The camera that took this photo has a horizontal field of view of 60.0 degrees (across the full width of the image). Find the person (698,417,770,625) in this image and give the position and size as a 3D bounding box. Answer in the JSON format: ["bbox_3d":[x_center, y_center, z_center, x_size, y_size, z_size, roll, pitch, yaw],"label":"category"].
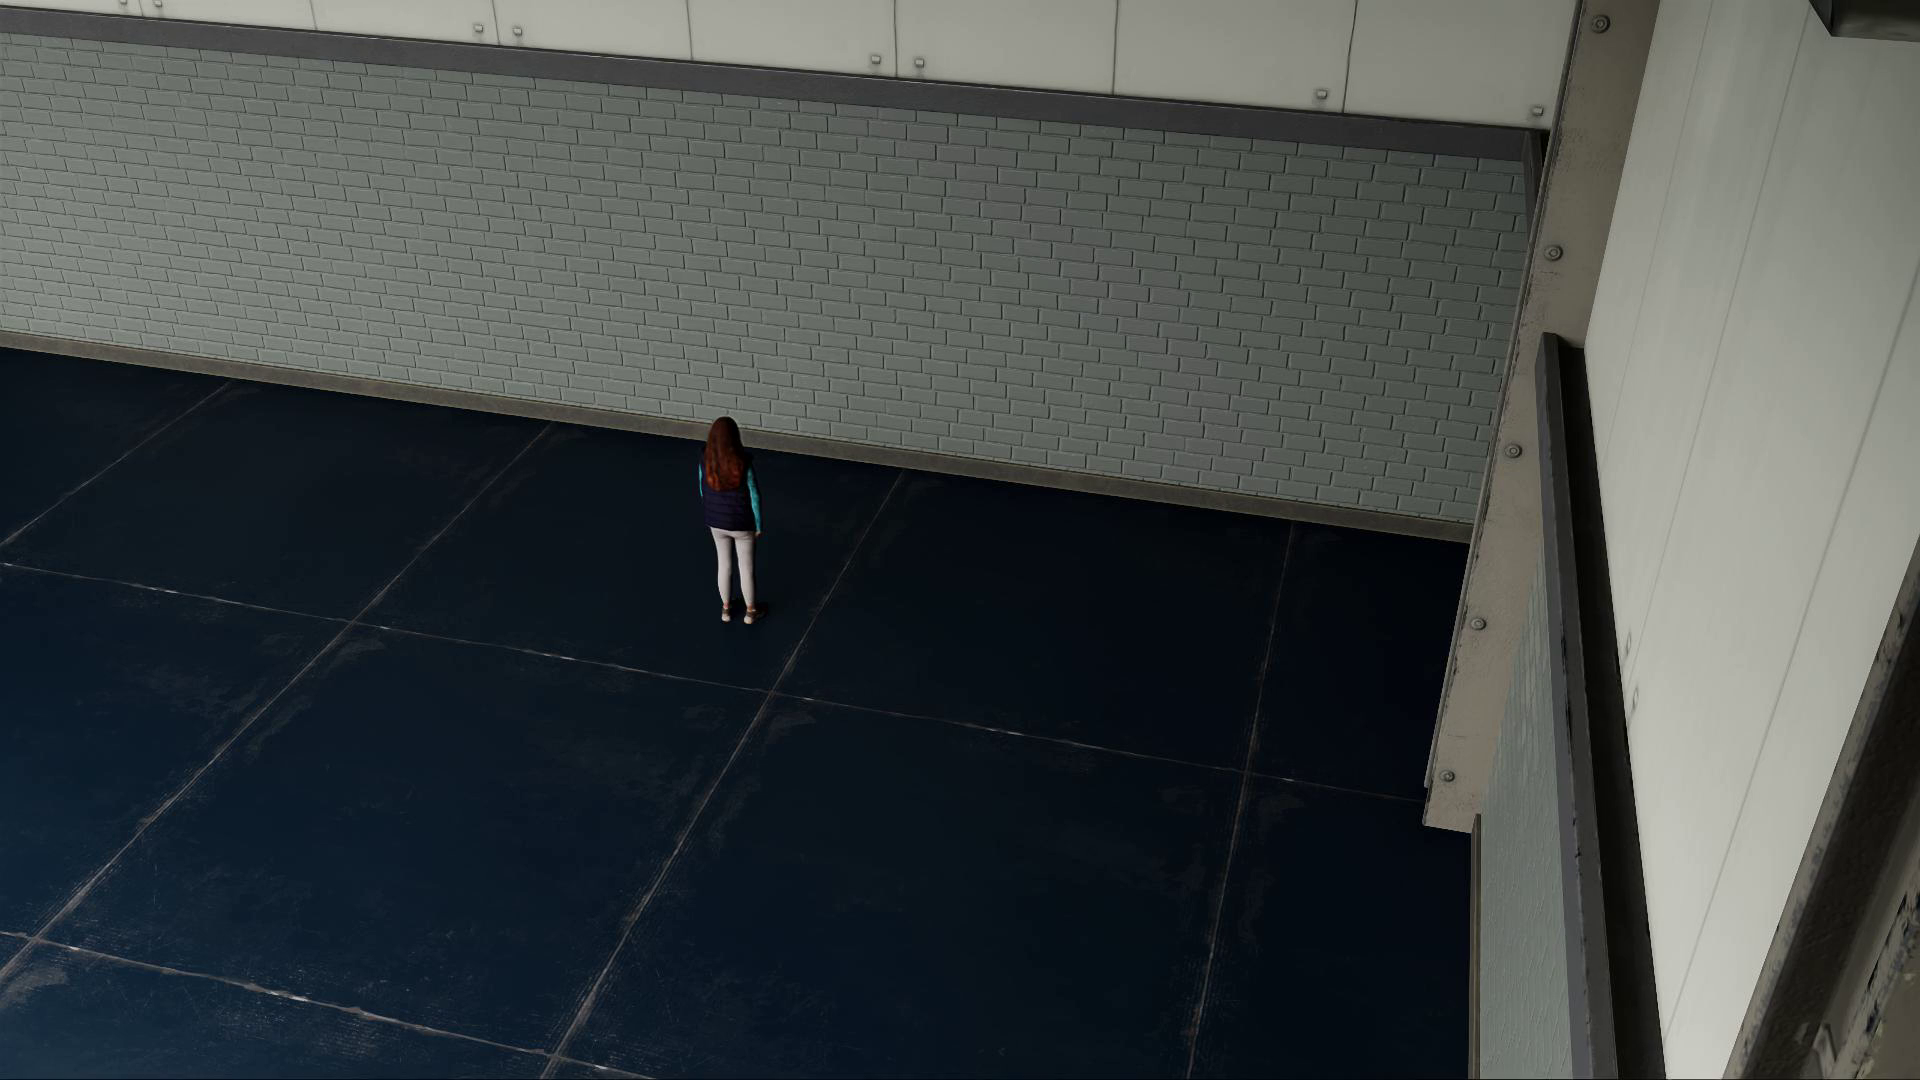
[{"bbox_3d":[-1.490,-0.128,10.862,0.578,1.500,0.581,10,34,16],"label":"person"}]
